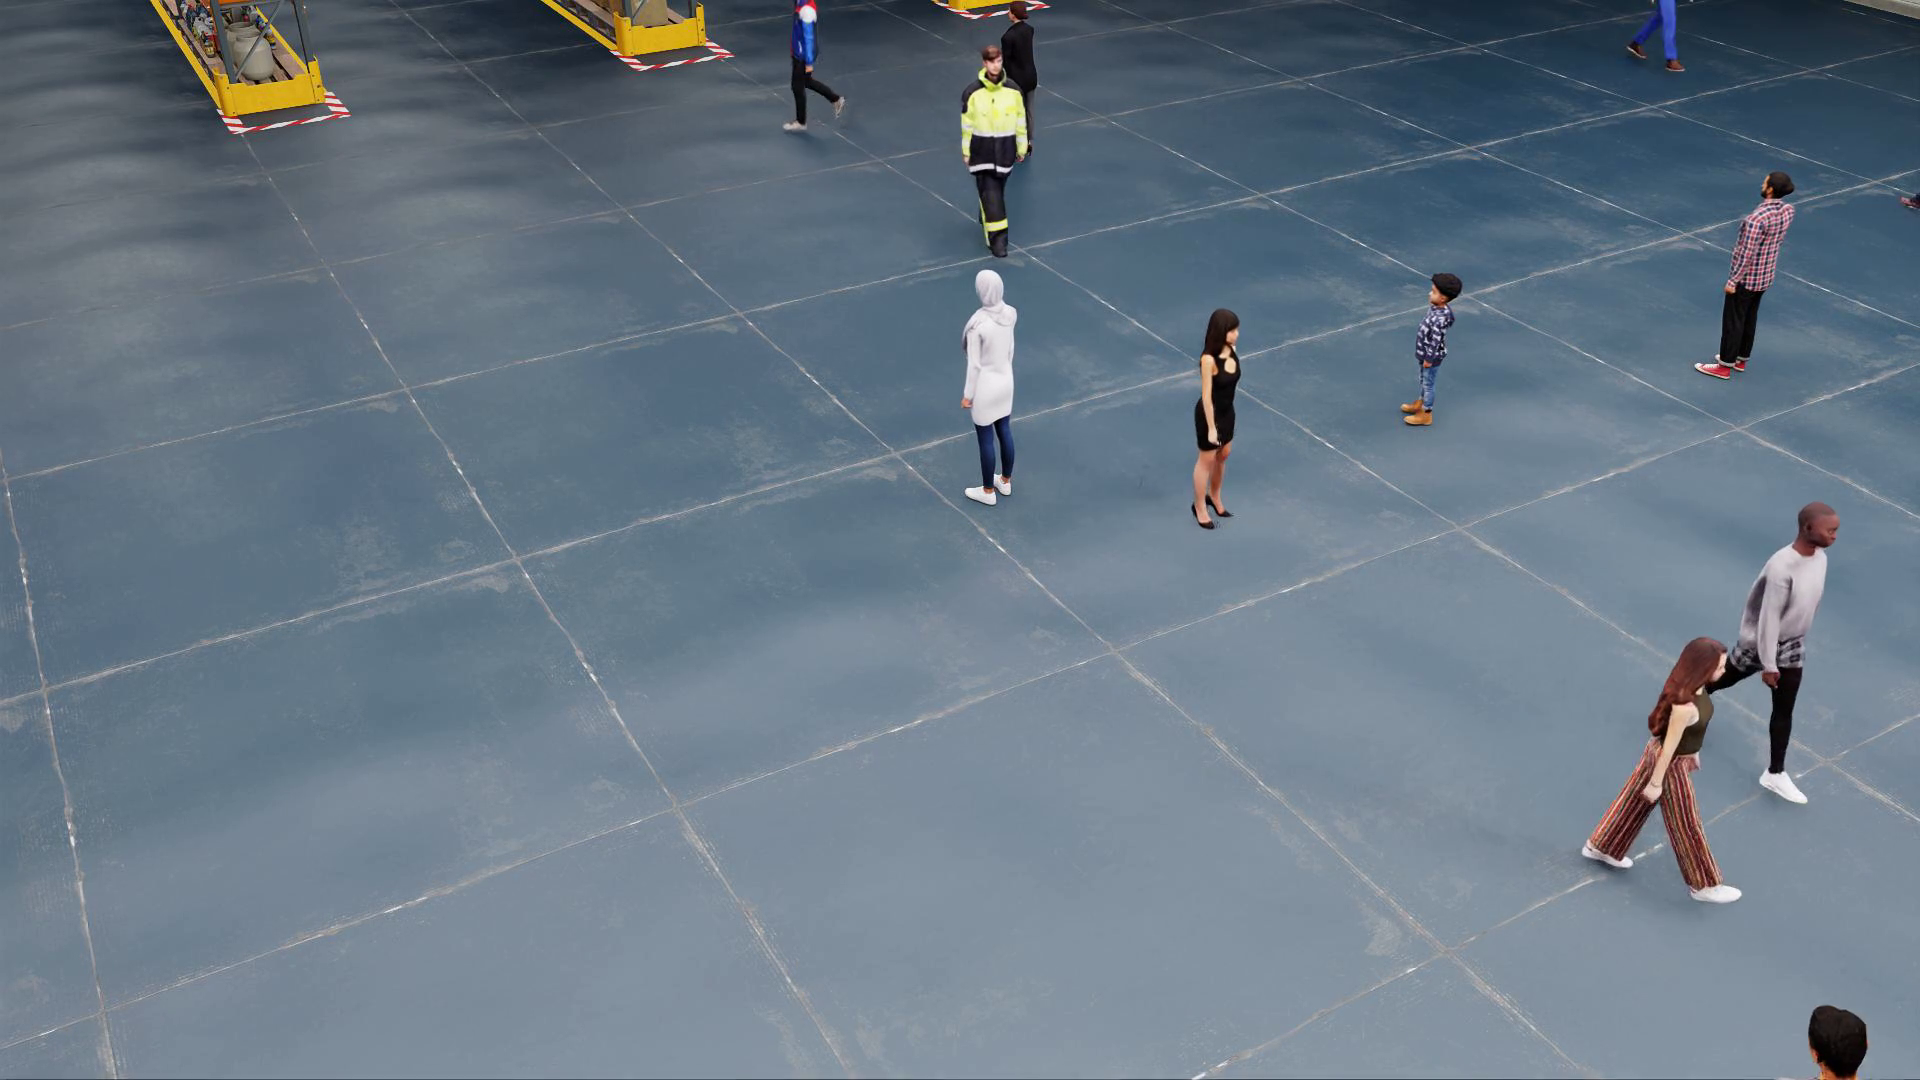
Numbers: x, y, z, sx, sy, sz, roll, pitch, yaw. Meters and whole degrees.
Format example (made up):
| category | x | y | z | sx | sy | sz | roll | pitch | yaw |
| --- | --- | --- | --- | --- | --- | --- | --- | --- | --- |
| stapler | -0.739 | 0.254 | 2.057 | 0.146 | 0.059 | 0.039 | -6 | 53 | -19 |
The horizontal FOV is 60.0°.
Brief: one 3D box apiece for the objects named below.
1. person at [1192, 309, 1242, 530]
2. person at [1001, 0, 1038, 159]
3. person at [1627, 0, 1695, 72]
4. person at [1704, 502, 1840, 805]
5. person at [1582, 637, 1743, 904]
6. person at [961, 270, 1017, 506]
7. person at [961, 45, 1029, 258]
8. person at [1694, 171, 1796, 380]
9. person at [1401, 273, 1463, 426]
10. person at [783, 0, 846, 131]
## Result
| category | x | y | z | sx | sy | sz | roll | pitch | yaw |
| --- | --- | --- | --- | --- | --- | --- | --- | --- | --- |
| person | 1.750 | -0.857 | 11.633 | 0.604 | 1.645 | 0.633 | 24 | 40 | 33 |
| person | 0.662 | -5.009 | 18.150 | 0.664 | 1.712 | 0.694 | 28 | 42 | 36 |
| person | 8.944 | -6.941 | 21.115 | 0.762 | 1.819 | 1.246 | -14 | 35 | -21 |
| person | 4.456 | 0.537 | 9.348 | 0.724 | 1.725 | 1.231 | -13 | 34 | -19 |
| person | 3.573 | 1.132 | 8.592 | 1.101 | 1.525 | 0.889 | 19 | 37 | 27 |
| person | 0.227 | -1.083 | 11.867 | 0.651 | 1.776 | 0.602 | -26 | 40 | -35 |
| person | 0.305 | -3.780 | 15.992 | 0.956 | 1.937 | 1.299 | -9 | 33 | -14 |
| person | 6.477 | -2.175 | 13.613 | 0.714 | 1.761 | 0.636 | -22 | 39 | -31 |
| person | 3.696 | -1.505 | 13.029 | 0.649 | 1.251 | 0.579 | 4 | 32 | 6 |
| person | -1.688 | -5.552 | 18.988 | 0.931 | 1.739 | 1.016 | -5 | 33 | -7 |
